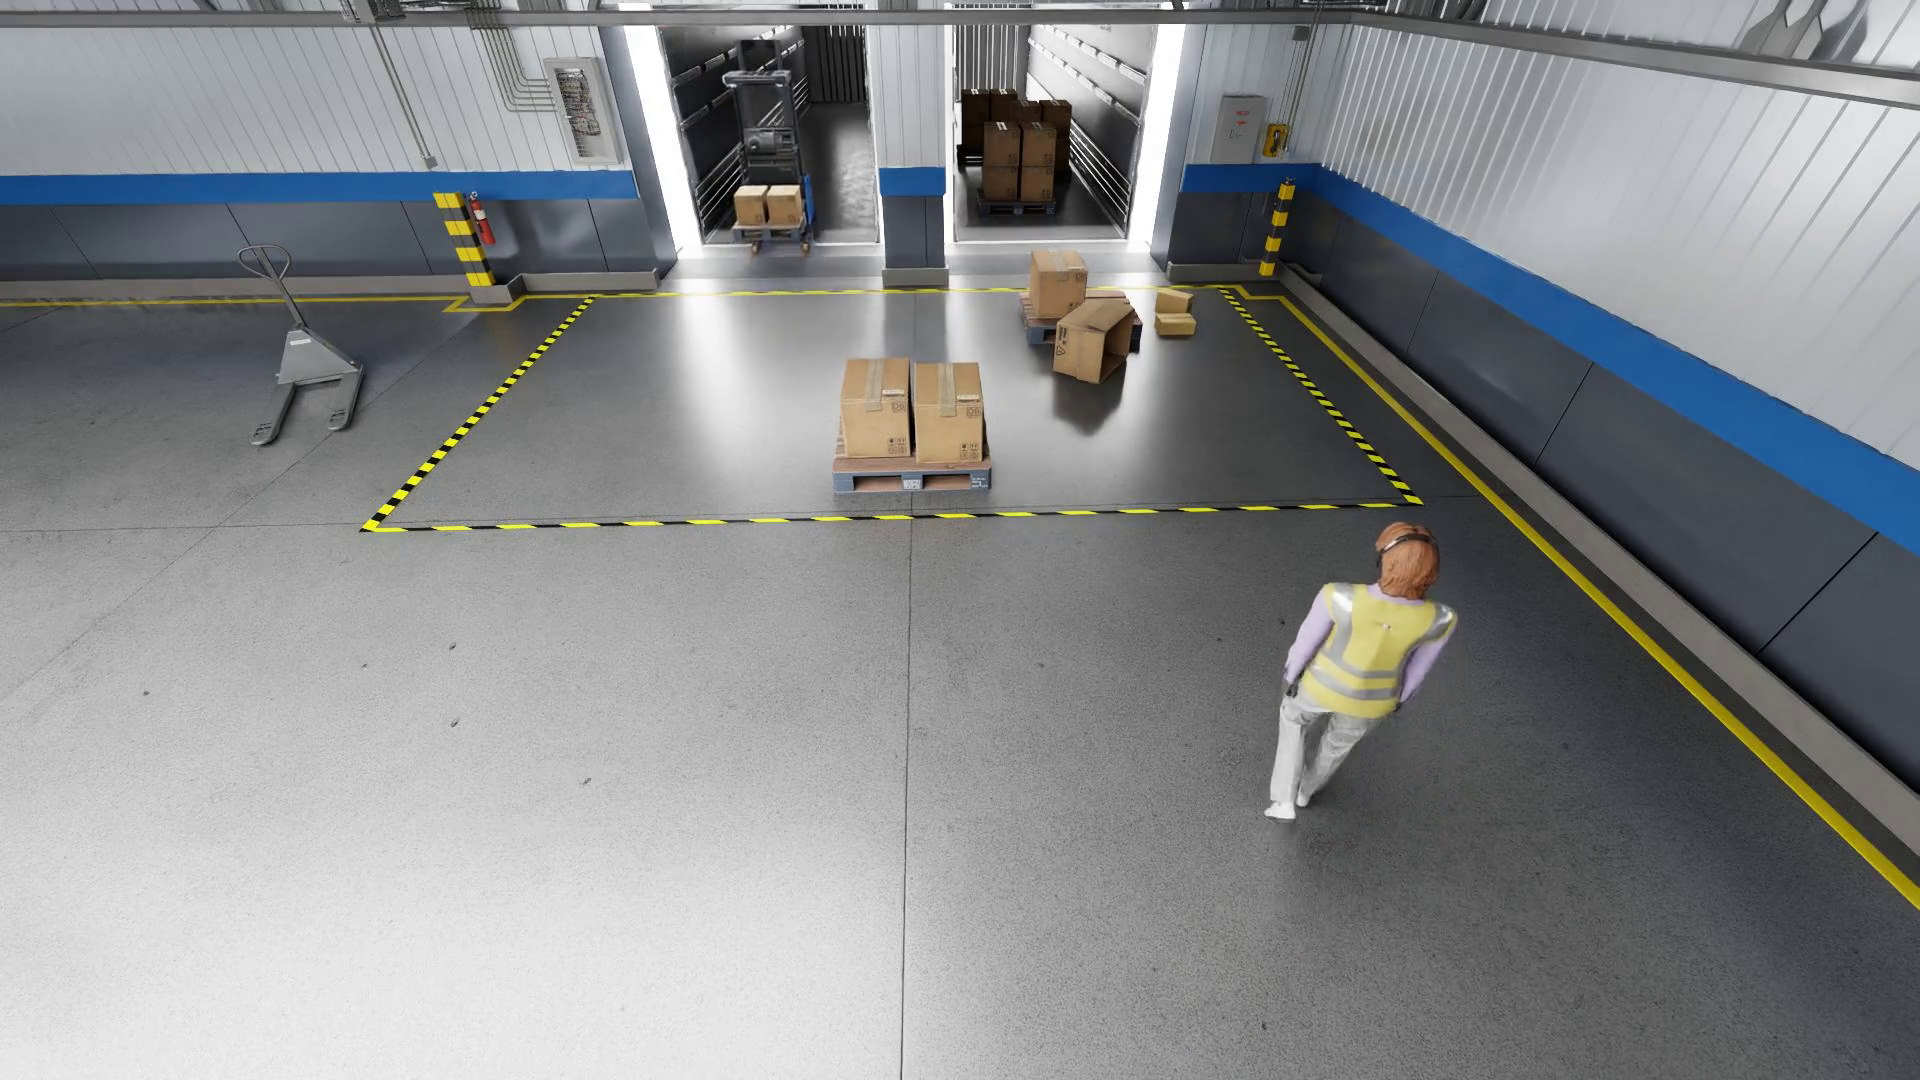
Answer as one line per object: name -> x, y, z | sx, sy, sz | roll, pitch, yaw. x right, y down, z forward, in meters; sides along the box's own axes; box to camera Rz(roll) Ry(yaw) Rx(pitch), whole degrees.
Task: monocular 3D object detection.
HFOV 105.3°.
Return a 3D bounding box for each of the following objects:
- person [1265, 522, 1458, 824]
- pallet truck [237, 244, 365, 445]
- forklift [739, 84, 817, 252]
person -> 1.593, 0.660, 3.032 | 0.513, 1.627, 0.528 | 13, 40, 15
pallet truck -> -5.915, -1.733, 6.366 | 0.680, 1.201, 1.601 | -18, 42, -21
forklift -> -2.518, -5.284, 10.197 | 0.716, 2.013, 0.776 | -2, 39, -2
